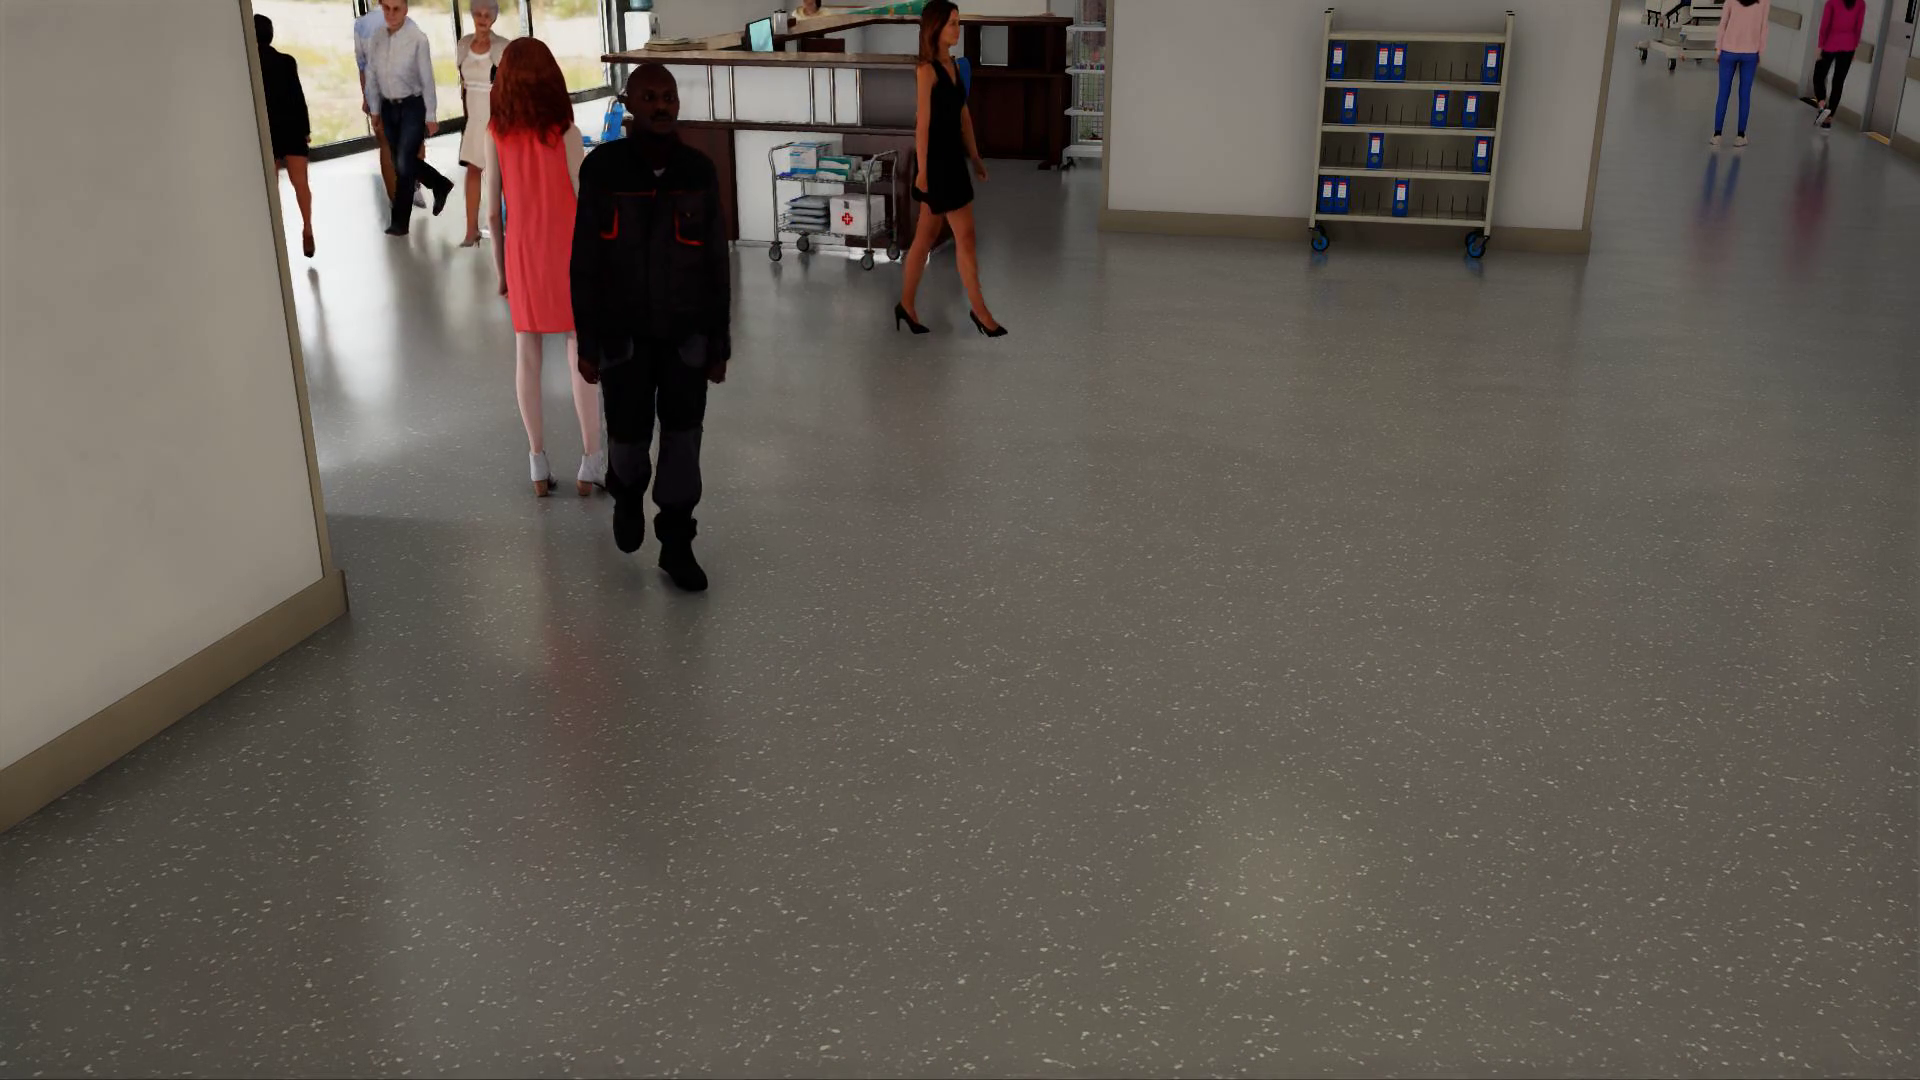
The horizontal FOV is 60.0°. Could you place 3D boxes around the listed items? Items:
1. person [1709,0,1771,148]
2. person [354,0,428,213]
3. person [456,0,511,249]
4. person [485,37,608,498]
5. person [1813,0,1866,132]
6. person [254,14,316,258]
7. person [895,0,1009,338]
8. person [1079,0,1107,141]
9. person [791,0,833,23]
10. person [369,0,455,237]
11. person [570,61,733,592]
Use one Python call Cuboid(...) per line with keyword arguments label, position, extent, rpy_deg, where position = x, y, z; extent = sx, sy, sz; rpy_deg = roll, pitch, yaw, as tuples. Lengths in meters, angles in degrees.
Cuboid(label="person", position=(7.946, -4.933, 16.957), extent=(0.560, 1.769, 0.746), rpy_deg=(10, 23, 25))
Cuboid(label="person", position=(-4.431, -3.435, 12.950), extent=(0.724, 1.805, 0.861), rpy_deg=(-2, 21, -6))
Cuboid(label="person", position=(-3.266, -2.939, 11.761), extent=(0.842, 1.720, 0.711), rpy_deg=(6, 21, 15))
Cuboid(label="person", position=(-1.654, -1.066, 6.664), extent=(0.476, 1.827, 0.669), rpy_deg=(3, 21, 8))
Cuboid(label="person", position=(9.489, -5.264, 17.946), extent=(0.647, 1.687, 0.634), rpy_deg=(6, 21, 14))
Cuboid(label="person", position=(-4.582, -2.701, 11.277), extent=(0.870, 1.618, 0.906), rpy_deg=(-10, 23, -25))
Cuboid(label="person", position=(-0.200, -2.005, 9.168), extent=(0.924, 1.811, 0.623), rpy_deg=(6, 22, 16))
Cuboid(label="person", position=(1.338, -4.972, 16.910), extent=(0.641, 1.876, 0.706), rpy_deg=(3, 21, 7))
Cuboid(label="person", position=(-1.456, -4.801, 16.825), extent=(0.869, 1.615, 0.743), rpy_deg=(8, 22, 19))
Cuboid(label="person", position=(-4.044, -3.157, 12.256), extent=(1.016, 1.777, 0.794), rpy_deg=(9, 23, 23))
Cuboid(label="person", position=(-1.101, -0.758, 5.869), extent=(0.946, 1.815, 0.995), rpy_deg=(-8, 22, -20))
